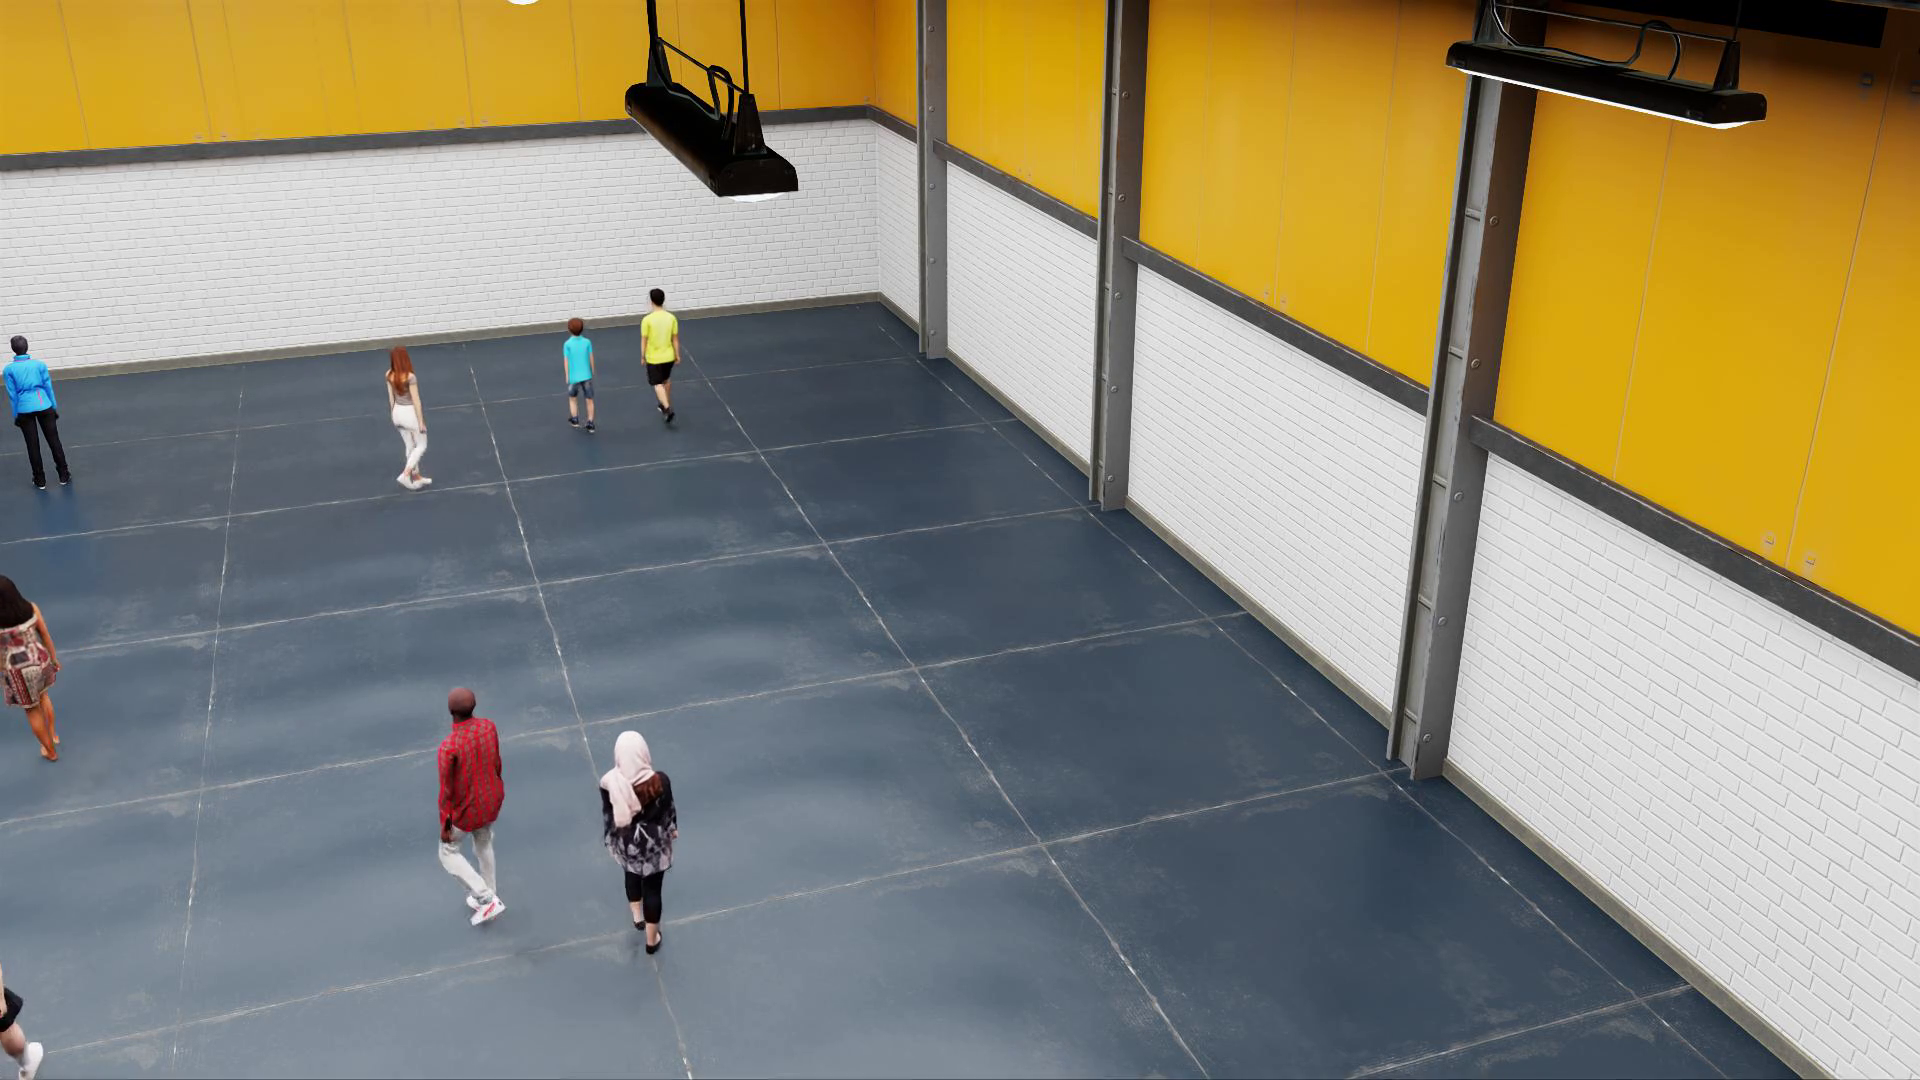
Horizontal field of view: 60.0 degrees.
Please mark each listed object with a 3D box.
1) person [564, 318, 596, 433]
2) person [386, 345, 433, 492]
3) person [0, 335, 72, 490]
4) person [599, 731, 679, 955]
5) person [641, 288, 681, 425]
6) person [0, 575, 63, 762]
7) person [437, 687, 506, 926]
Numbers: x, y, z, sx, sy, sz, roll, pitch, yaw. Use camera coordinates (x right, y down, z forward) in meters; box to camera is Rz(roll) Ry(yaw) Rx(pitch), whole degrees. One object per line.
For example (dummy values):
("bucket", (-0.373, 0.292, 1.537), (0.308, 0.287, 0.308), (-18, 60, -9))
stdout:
("person", (-4.700, -2.027, 20.652), (0.590, 1.429, 0.785), (-12, 26, -25))
("person", (-6.271, -1.331, 18.708), (0.851, 1.710, 0.922), (10, 25, 21))
("person", (-10.525, -1.467, 18.913), (0.669, 1.794, 0.624), (-16, 28, -32))
("person", (-2.133, 2.052, 11.083), (0.730, 1.619, 0.775), (0, 24, -1))
("person", (-3.754, -2.297, 20.952), (0.773, 1.683, 1.080), (-15, 28, -30))
("person", (-7.459, 1.056, 13.344), (0.842, 1.632, 0.789), (19, 30, 36))
("person", (-3.279, 1.838, 11.330), (0.919, 1.813, 0.869), (16, 28, 32))
